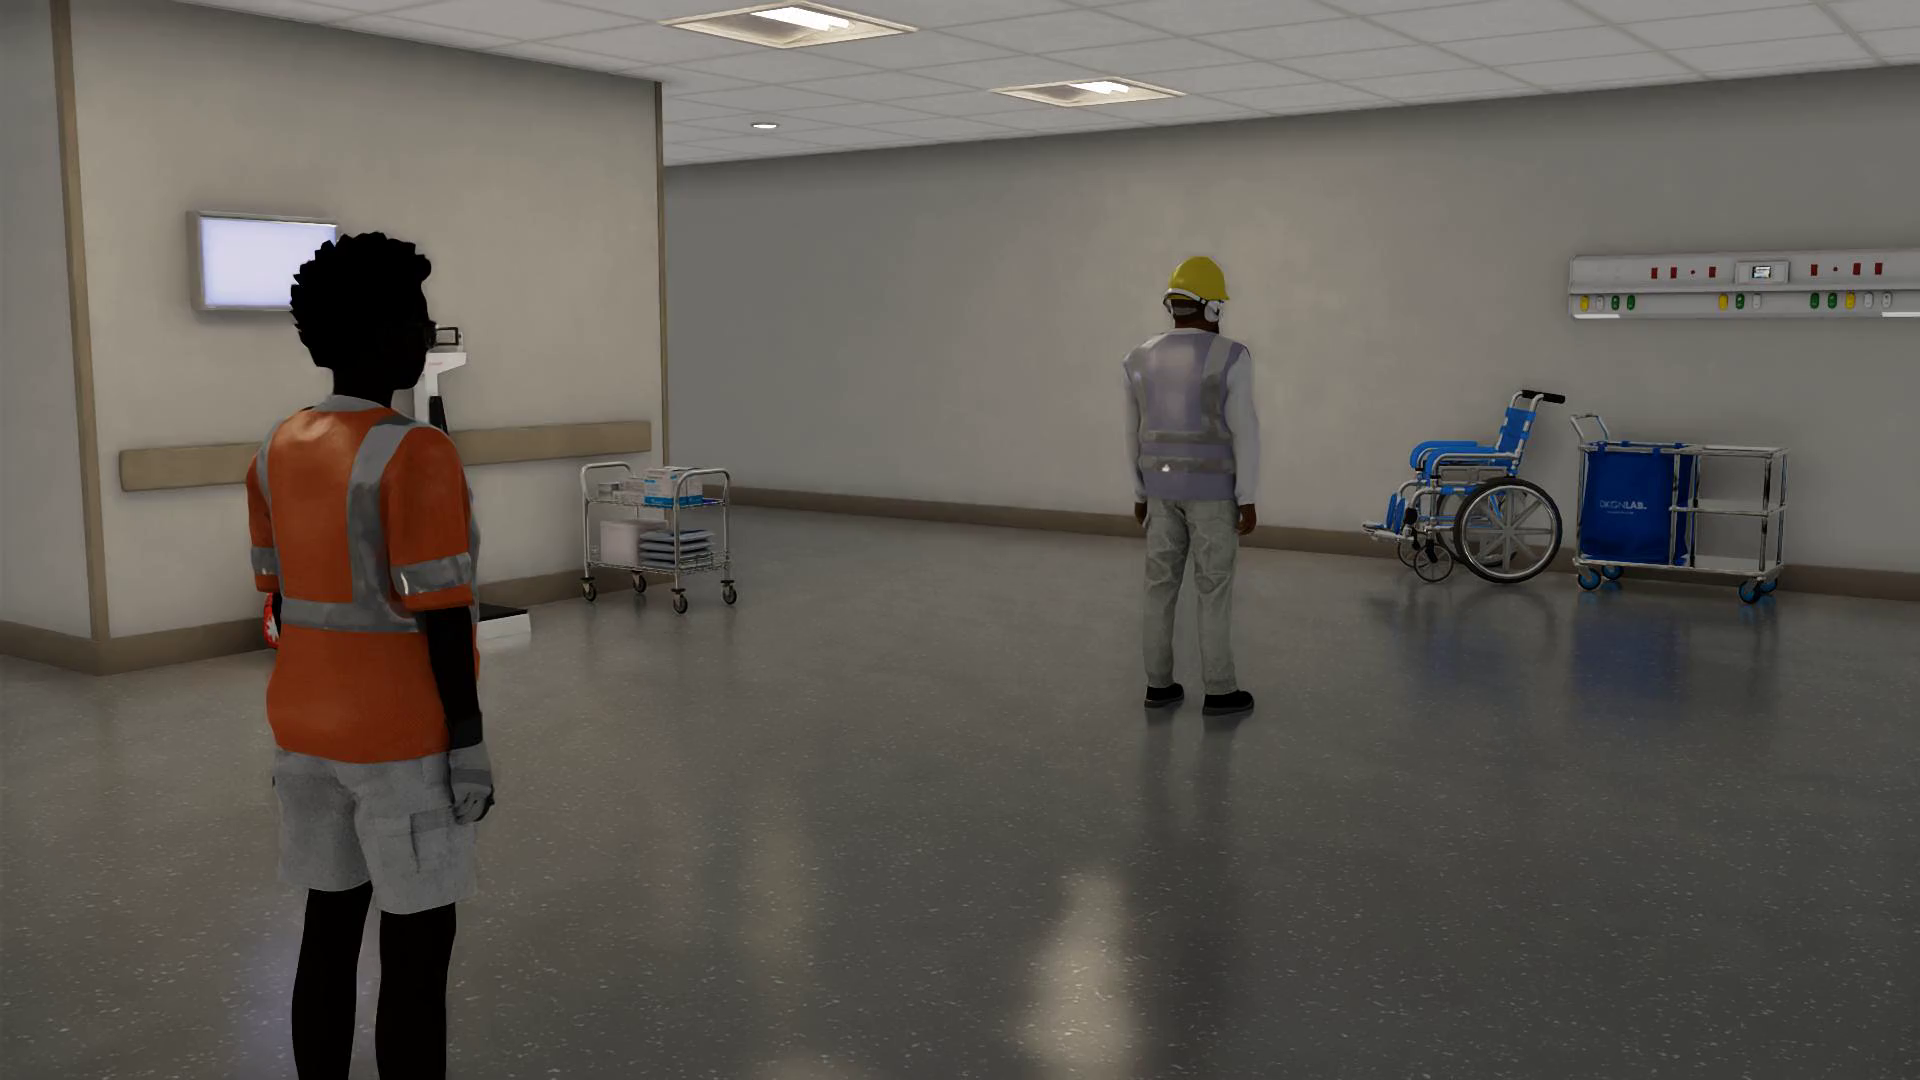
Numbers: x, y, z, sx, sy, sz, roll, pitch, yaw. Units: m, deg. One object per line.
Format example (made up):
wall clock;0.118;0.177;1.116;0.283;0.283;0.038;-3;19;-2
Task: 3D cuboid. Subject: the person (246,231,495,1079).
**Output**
person;-0.990;0.333;2.850;0.532;1.696;0.319;5;9;36

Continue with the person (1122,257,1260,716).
person;0.944;-0.213;6.692;0.586;1.833;0.403;5;9;36
